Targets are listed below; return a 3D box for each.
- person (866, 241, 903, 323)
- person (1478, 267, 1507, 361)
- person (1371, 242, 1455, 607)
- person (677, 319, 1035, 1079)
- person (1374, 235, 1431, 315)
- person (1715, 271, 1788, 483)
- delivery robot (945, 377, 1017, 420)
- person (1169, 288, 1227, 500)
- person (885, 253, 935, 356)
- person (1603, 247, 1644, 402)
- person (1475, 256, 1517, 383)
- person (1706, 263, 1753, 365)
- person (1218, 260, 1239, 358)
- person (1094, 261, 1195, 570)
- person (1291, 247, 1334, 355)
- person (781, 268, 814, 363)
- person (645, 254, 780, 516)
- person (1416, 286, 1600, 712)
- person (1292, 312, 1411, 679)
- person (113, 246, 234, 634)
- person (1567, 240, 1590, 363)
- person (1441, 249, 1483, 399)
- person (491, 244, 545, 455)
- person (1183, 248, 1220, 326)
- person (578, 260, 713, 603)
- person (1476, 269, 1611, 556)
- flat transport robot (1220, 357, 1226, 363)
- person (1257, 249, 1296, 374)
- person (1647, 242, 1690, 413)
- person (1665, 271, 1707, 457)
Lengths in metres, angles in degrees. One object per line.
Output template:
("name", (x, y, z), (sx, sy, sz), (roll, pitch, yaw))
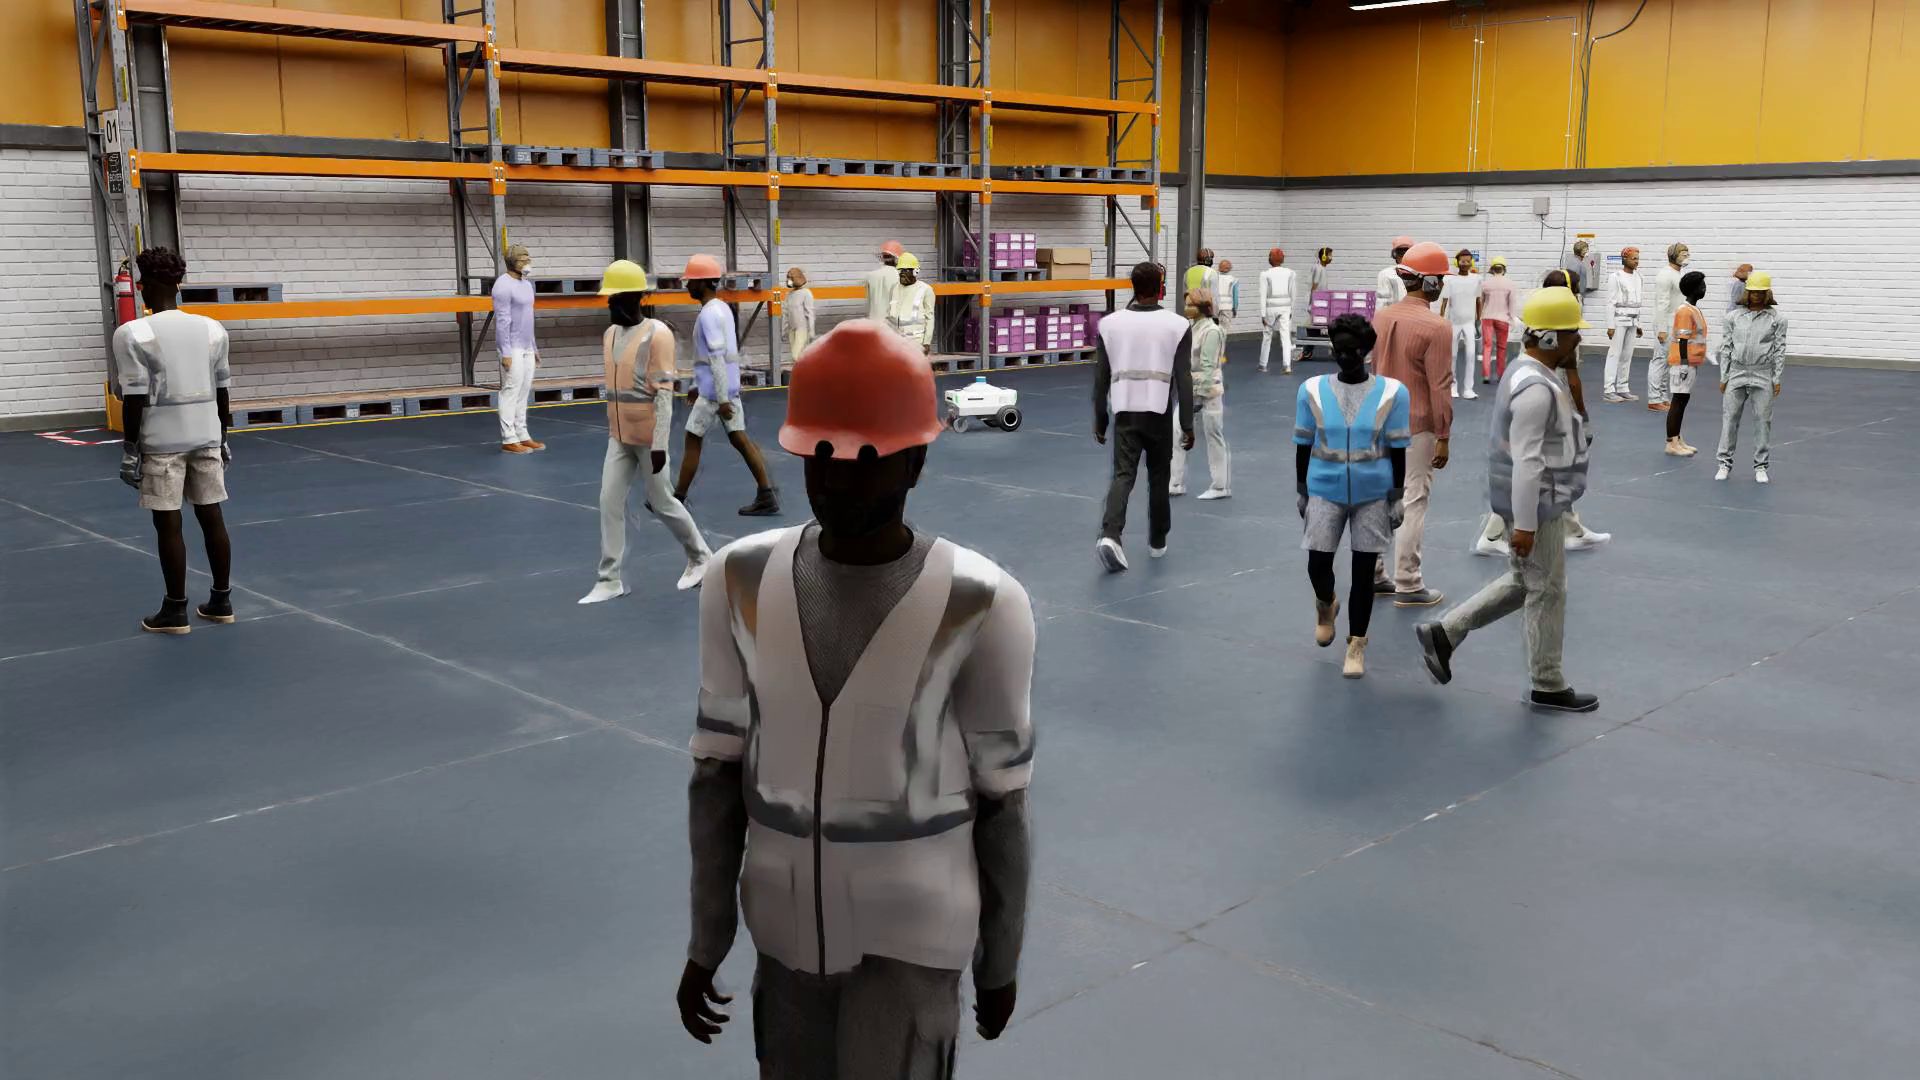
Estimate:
("person", (-0.801, -2.517, 19.529), (0.618, 1.941, 1.015), (5, 11, 25))
("person", (8.653, -3.704, 26.889), (0.316, 1.640, 0.501), (6, 12, 30))
("person", (2.467, -0.620, 9.092), (0.396, 1.989, 0.619), (-5, 11, -24))
("person", (-0.135, 0.588, 2.720), (0.543, 1.913, 0.880), (4, 11, 20))
("person", (4.961, -2.404, 18.704), (0.640, 2.015, 0.496), (-2, 11, -9))
("person", (6.491, -1.332, 13.653), (0.483, 1.735, 0.340), (6, 12, 29))
("delivery robot", (0.215, -1.451, 17.257), (0.707, 0.478, 0.477), (-4, 11, -20))
("person", (1.757, -1.092, 12.649), (0.686, 1.612, 0.522), (-4, 11, -20))
("person", (-0.567, -2.184, 18.023), (0.586, 1.833, 0.403), (6, 12, 28))
("person", (8.107, -2.624, 20.280), (0.584, 1.882, 0.346), (-6, 12, -30))
("person", (7.347, -3.016, 22.826), (0.544, 1.733, 0.746), (4, 11, 23))
("person", (12.004, -3.480, 25.741), (0.832, 1.600, 0.505), (9, 14, 41))
("person", (4.295, -3.785, 27.315), (0.548, 1.622, 0.365), (2, 11, 12))
("person", (1.118, -0.765, 10.213), (0.643, 1.873, 0.942), (3, 11, 15))
("person", (6.078, -4.038, 28.220), (1.049, 1.817, 0.535), (3, 11, 18))
("person", (-2.055, -2.605, 20.899), (0.374, 1.617, 0.521), (-10, 14, -42))
("person", (-1.760, -1.091, 11.925), (0.983, 1.892, 0.556), (1, 10, 8))
("person", (2.380, -0.170, 7.087), (0.696, 1.816, 0.602), (3, 11, 14))
("person", (1.808, -0.219, 7.712), (0.539, 1.680, 0.467), (3, 11, 16))
("person", (-4.004, -0.505, 8.498), (0.366, 1.966, 0.607), (6, 12, 30))
("person", (9.790, -3.783, 26.452), (0.355, 1.938, 0.636), (4, 11, 21))
("person", (6.209, -2.649, 20.523), (0.570, 1.837, 0.819), (0, 10, 2))
("person", (-4.119, -1.768, 15.467), (0.372, 1.939, 0.629), (2, 11, 9))
("person", (3.388, -3.135, 23.184), (0.430, 1.843, 0.625), (-8, 13, -37))
("person", (-1.746, -0.609, 9.313), (0.595, 1.905, 0.875), (9, 13, 39))
("person", (3.726, -0.796, 10.517), (0.997, 1.815, 0.539), (-2, 11, -12))
("flat transport robot", (3.591, -2.825, 25.780), (0.652, 0.197, 1.431), (5, 12, 27))
("person", (4.657, -3.351, 24.416), (0.581, 1.835, 1.009), (-1, 10, -5))
("person", (8.148, -2.435, 19.103), (0.374, 1.939, 0.629), (9, 13, 39))
("person", (6.693, -1.620, 15.311), (0.315, 1.698, 0.541), (6, 12, 30))
